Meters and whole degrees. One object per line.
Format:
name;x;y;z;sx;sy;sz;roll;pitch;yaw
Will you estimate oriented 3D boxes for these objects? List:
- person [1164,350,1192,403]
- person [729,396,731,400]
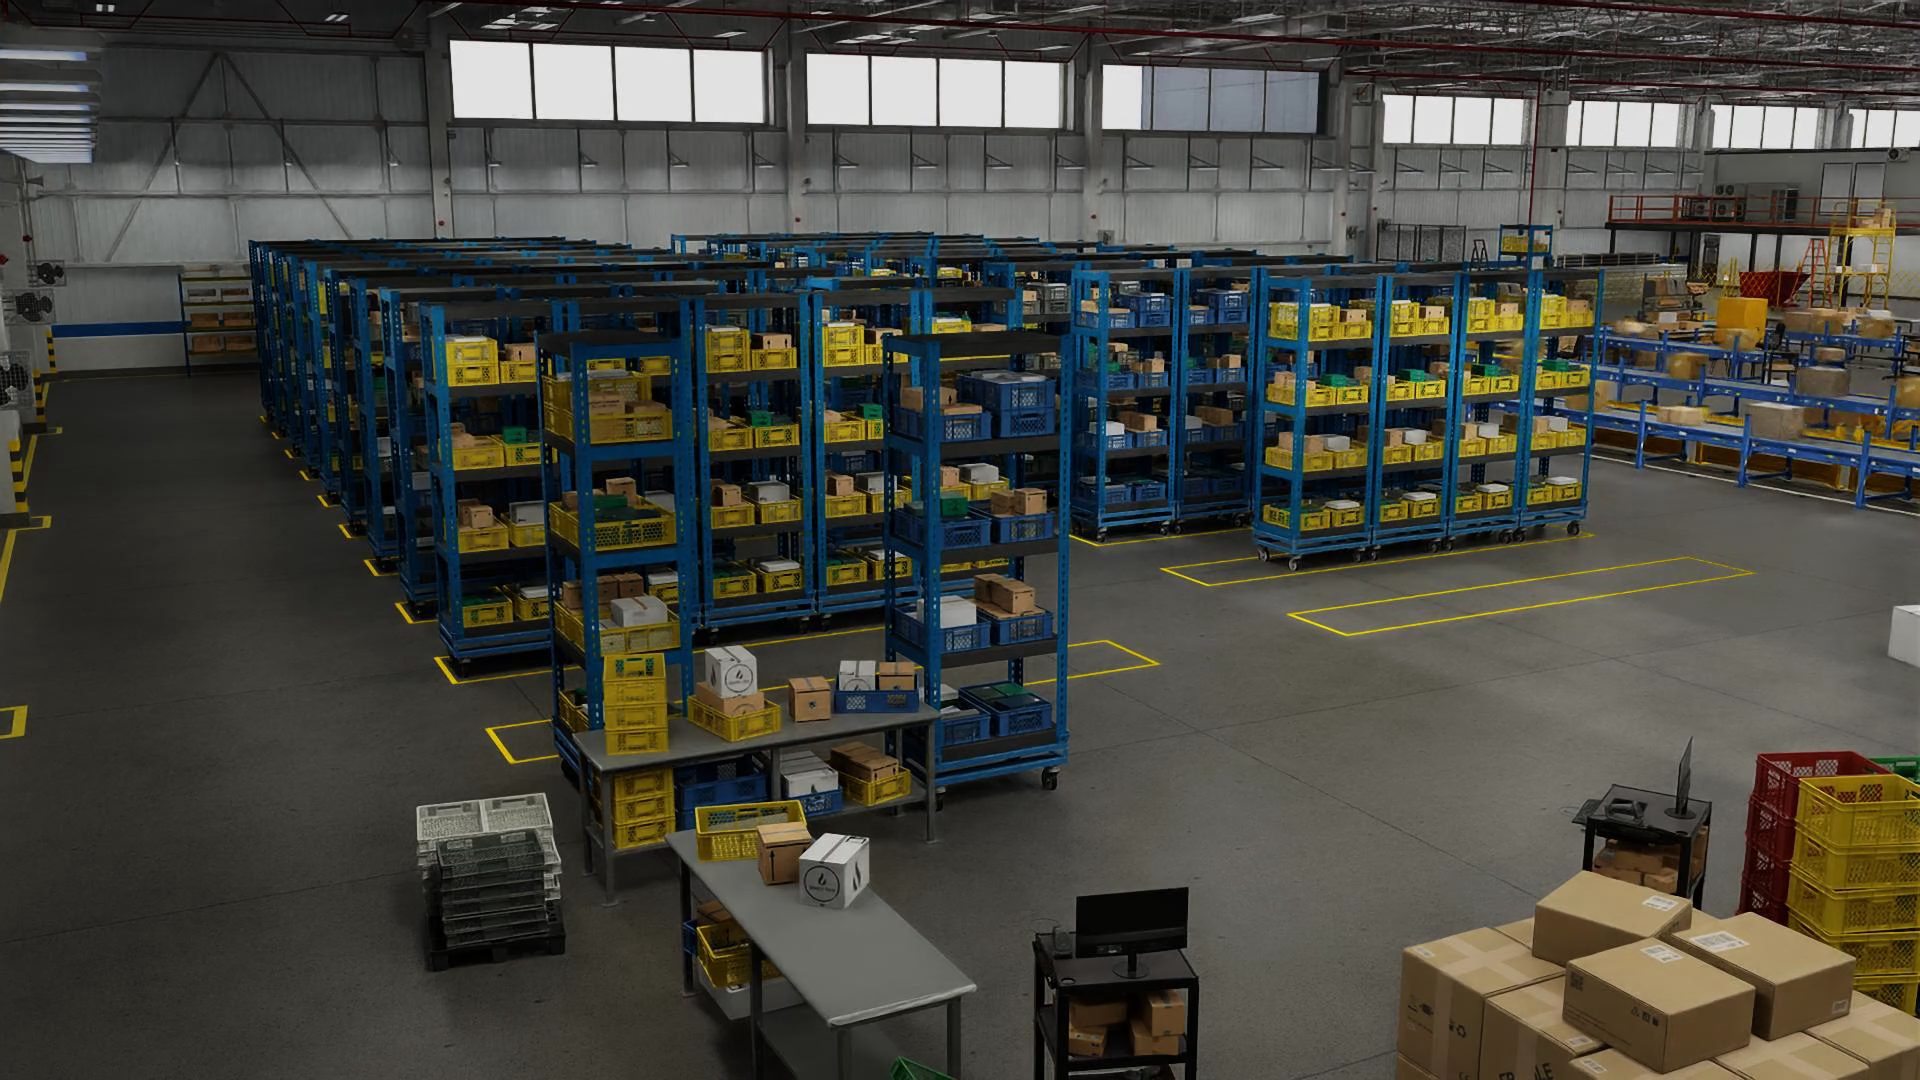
person;4.693;-3.917;35.902;0.613;2.008;0.943;1;12;3
person;-4.399;-2.760;30.563;0.628;1.977;0.463;0;12;0
